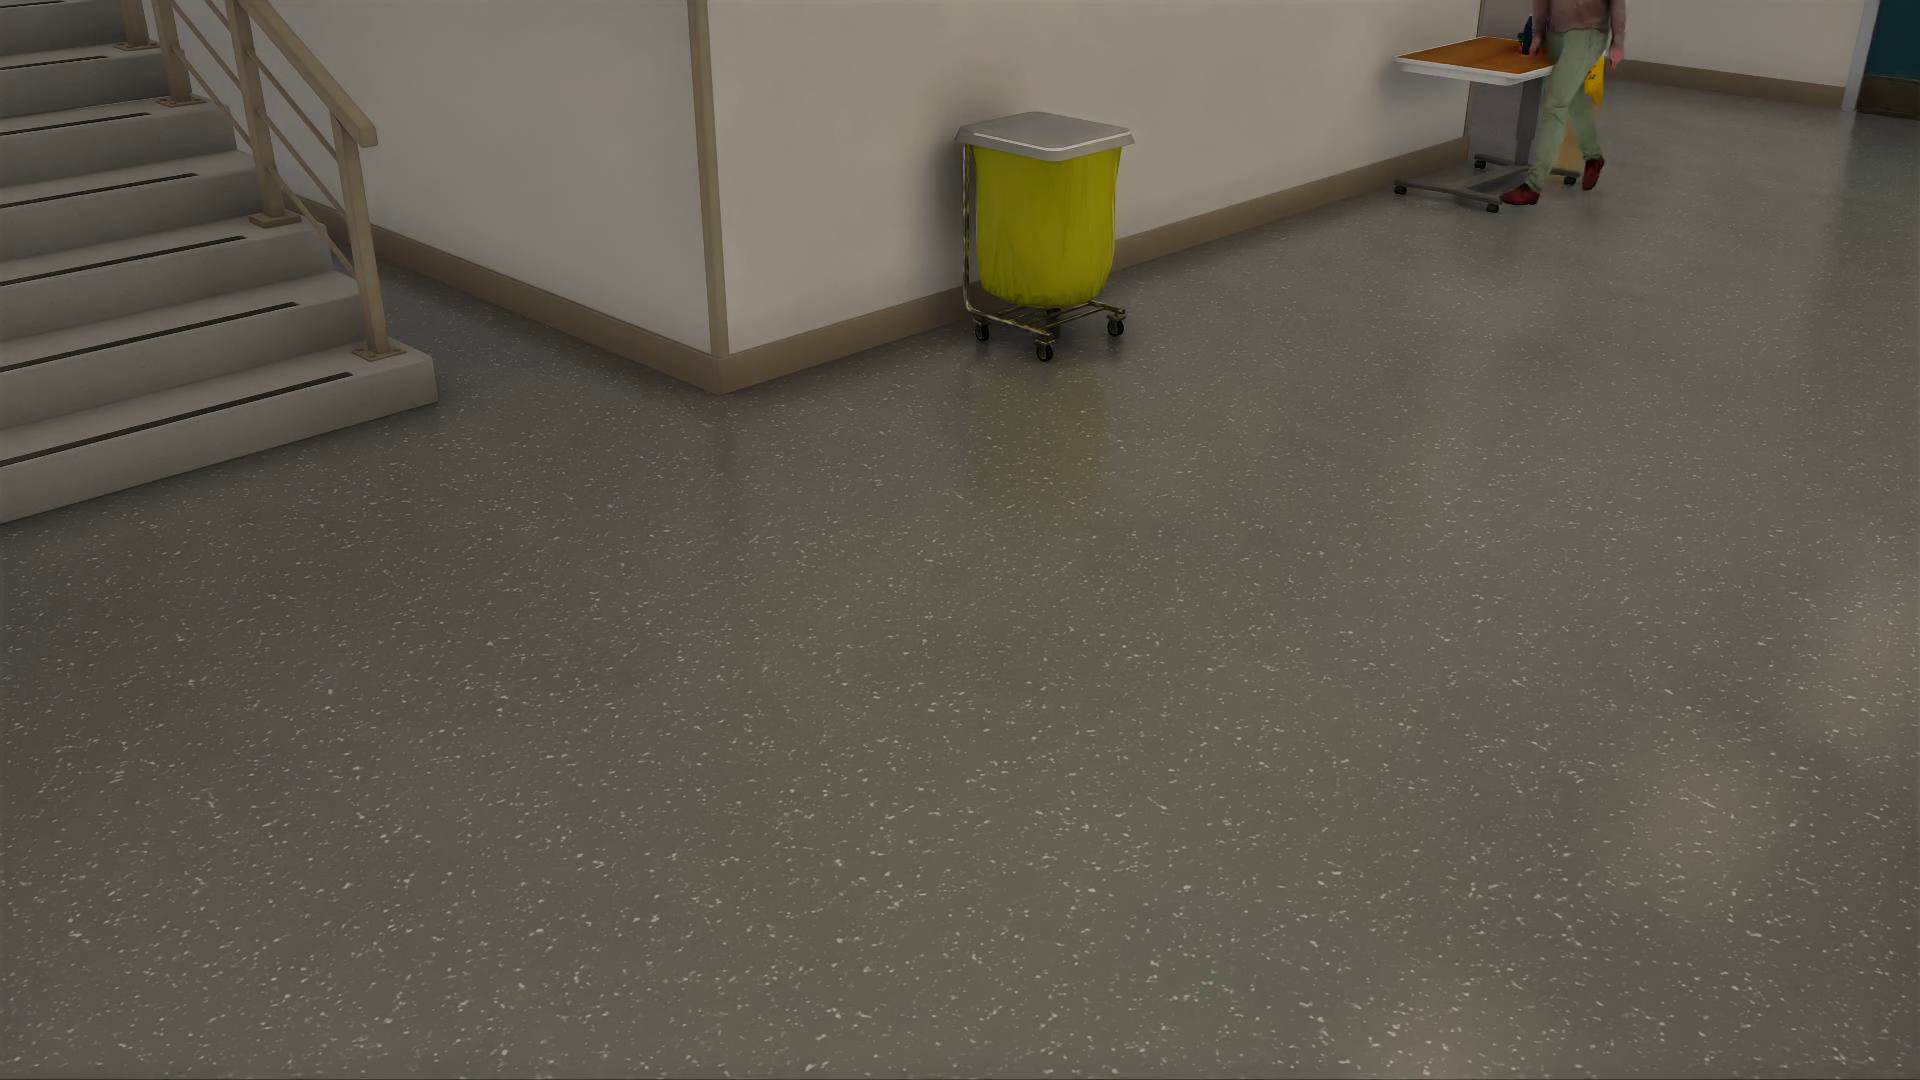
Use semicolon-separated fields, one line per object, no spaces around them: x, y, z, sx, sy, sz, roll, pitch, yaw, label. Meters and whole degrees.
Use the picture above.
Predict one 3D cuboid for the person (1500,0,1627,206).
3.583;-2.843;9.544;0.879;1.815;1.282;-19;32;-34;person
